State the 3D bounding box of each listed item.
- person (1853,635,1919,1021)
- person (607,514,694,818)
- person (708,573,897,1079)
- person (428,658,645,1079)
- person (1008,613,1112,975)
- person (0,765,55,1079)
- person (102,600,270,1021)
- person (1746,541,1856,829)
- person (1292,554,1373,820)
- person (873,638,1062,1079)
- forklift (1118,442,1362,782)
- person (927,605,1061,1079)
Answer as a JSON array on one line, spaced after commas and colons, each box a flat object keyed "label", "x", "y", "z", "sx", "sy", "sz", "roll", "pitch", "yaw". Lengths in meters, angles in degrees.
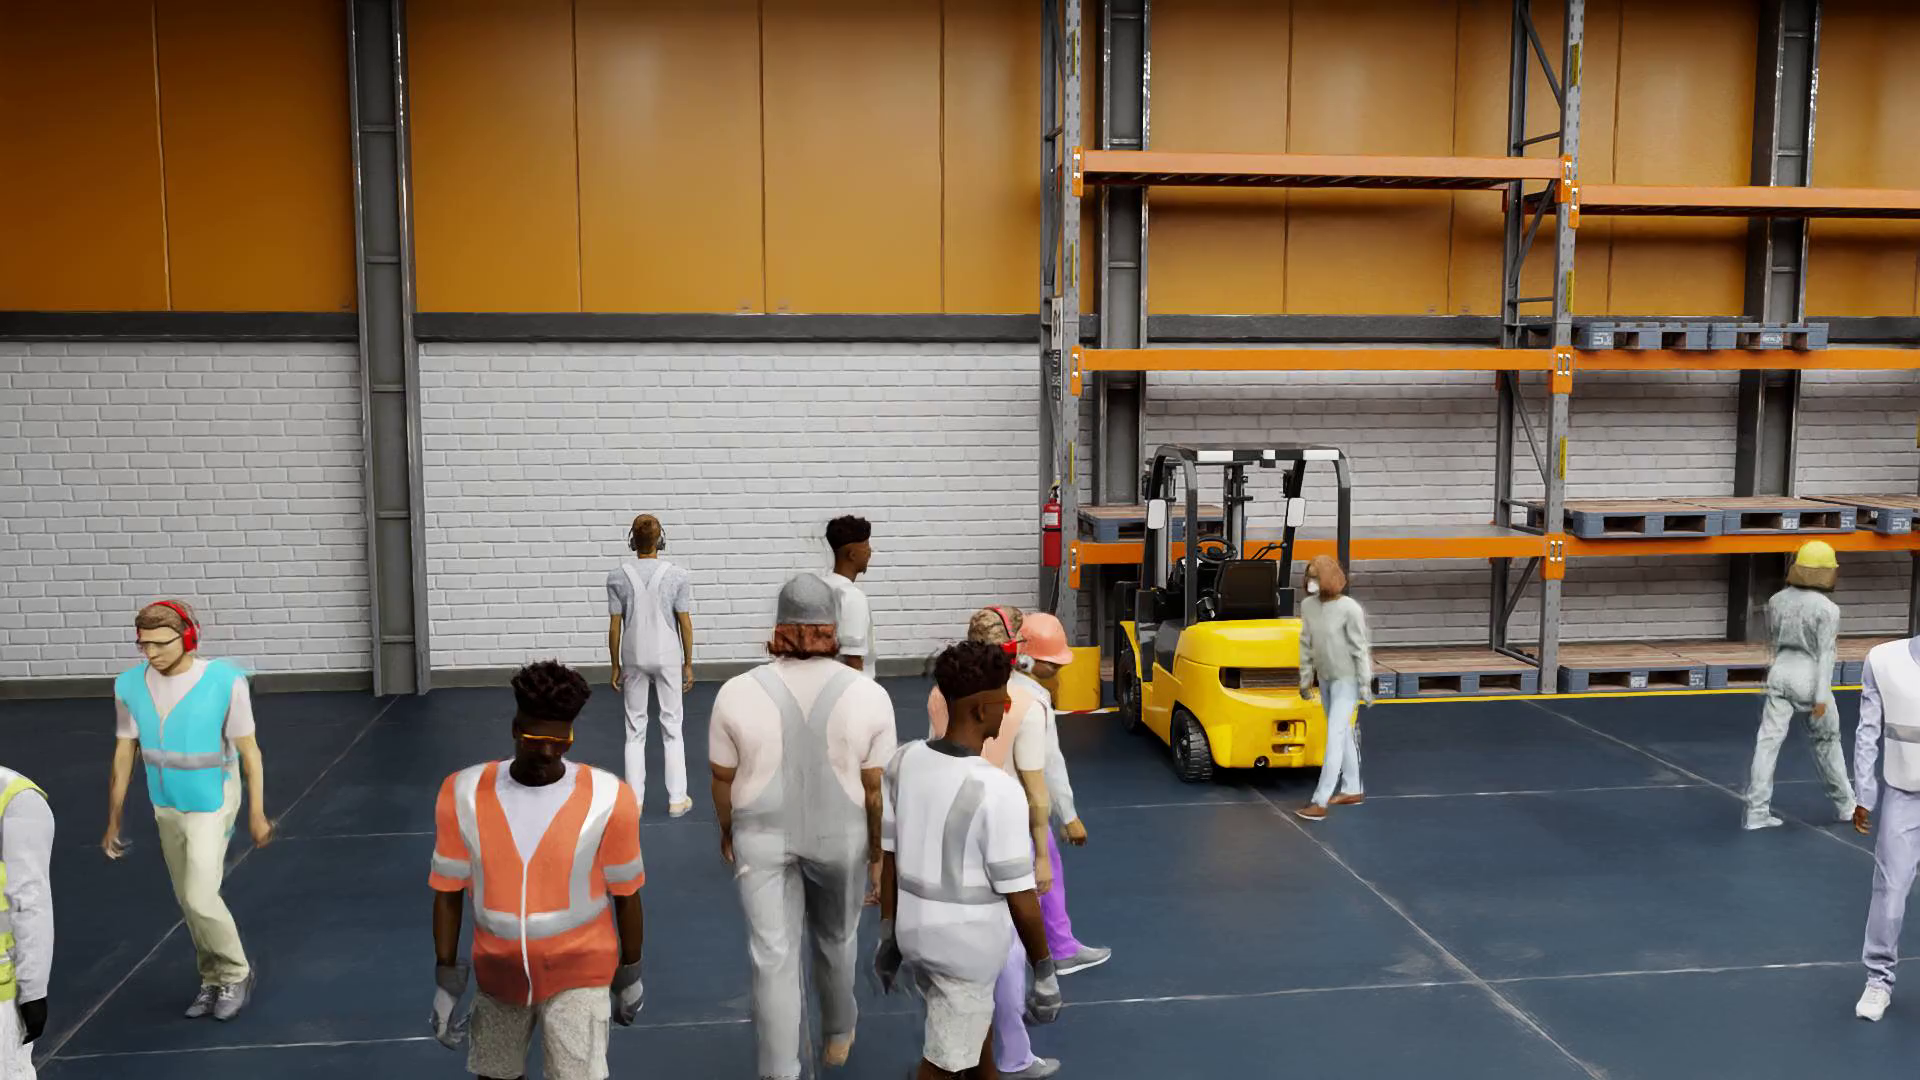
[{"label": "person", "x": 4.061, "y": 1.075, "z": 6.942, "sx": 0.591, "sy": 1.917, "sz": 0.379, "roll": 3, "pitch": 7, "yaw": 27}, {"label": "person", "x": -1.860, "y": 0.760, "z": 10.026, "sx": 0.504, "sy": 1.844, "sz": 0.345, "roll": 0, "pitch": 7, "yaw": -4}, {"label": "person", "x": -0.592, "y": 1.091, "z": 6.271, "sx": 0.686, "sy": 2.000, "sz": 0.890, "roll": -1, "pitch": 7, "yaw": -6}, {"label": "person", "x": -1.253, "y": 1.277, "z": 5.120, "sx": 0.622, "sy": 1.936, "sz": 0.737, "roll": 0, "pitch": 7, "yaw": 1}, {"label": "person", "x": 0.376, "y": 1.150, "z": 7.192, "sx": 0.818, "sy": 1.700, "sz": 0.558, "roll": -1, "pitch": 7, "yaw": -9}, {"label": "person", "x": -3.031, "y": 1.345, "z": 4.982, "sx": 0.636, "sy": 1.830, "sz": 0.429, "roll": 0, "pitch": 7, "yaw": 2}, {"label": "person", "x": -3.202, "y": 1.130, "z": 6.940, "sx": 0.613, "sy": 1.805, "sz": 0.516, "roll": 2, "pitch": 7, "yaw": 13}, {"label": "person", "x": 5.025, "y": 0.854, "z": 9.820, "sx": 0.877, "sy": 1.703, "sz": 0.493, "roll": -3, "pitch": 7, "yaw": -26}, {"label": "person", "x": 2.219, "y": 0.884, "z": 10.071, "sx": 0.696, "sy": 1.591, "sz": 0.527, "roll": -3, "pitch": 7, "yaw": -27}, {"label": "person", "x": 0.099, "y": 1.259, "z": 5.265, "sx": 0.963, "sy": 1.918, "sz": 0.637, "roll": -4, "pitch": 8, "yaw": -34}, {"label": "forklift", "x": 1.912, "y": 0.418, "z": 11.496, "sx": 1.214, "sy": 2.155, "sz": 2.313, "roll": -1, "pitch": 7, "yaw": -8}, {"label": "person", "x": 0.104, "y": 1.170, "z": 6.413, "sx": 0.564, "sy": 1.847, "sz": 0.396, "roll": 6, "pitch": 9, "yaw": 42}]
